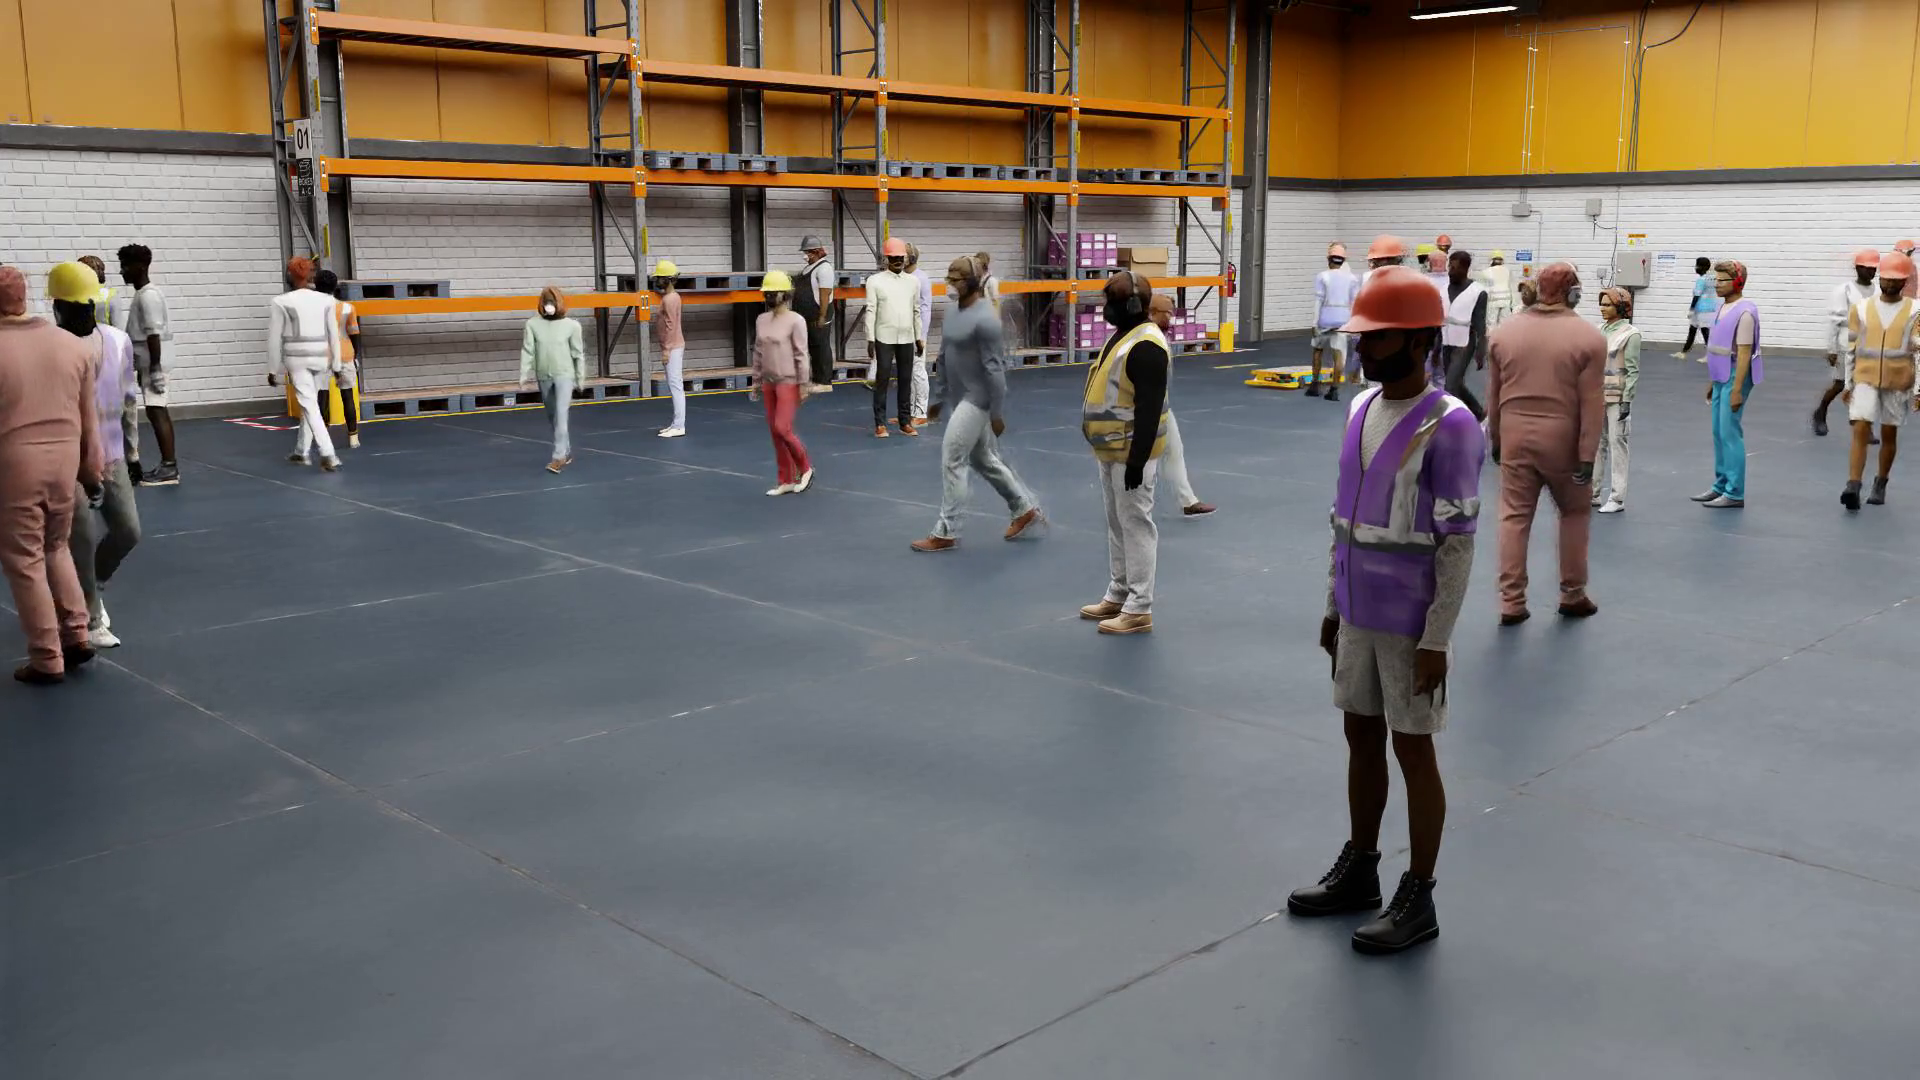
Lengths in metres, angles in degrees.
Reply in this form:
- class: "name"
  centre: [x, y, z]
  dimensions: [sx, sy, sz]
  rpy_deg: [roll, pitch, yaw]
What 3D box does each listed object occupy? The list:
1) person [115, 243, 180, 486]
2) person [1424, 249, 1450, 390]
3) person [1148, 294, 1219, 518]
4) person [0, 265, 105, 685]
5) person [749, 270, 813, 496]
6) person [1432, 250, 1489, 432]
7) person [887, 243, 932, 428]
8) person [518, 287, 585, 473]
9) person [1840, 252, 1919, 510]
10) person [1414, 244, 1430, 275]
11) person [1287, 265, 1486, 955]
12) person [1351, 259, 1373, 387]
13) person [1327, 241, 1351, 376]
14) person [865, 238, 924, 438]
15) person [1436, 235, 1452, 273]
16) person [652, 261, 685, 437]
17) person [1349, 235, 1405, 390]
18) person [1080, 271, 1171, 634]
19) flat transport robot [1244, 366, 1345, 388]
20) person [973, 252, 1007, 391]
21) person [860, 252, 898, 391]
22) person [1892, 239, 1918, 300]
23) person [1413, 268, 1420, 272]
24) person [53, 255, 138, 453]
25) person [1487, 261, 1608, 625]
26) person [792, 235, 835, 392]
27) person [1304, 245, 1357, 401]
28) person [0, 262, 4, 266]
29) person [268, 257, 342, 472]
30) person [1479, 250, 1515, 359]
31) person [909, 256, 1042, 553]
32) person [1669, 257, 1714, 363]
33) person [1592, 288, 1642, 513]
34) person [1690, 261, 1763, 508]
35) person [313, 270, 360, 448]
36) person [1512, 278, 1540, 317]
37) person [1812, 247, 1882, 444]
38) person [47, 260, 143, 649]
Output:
- class: "person"
  centre: [-6.598, -1.424, 13.550]
  dimensions: [0.377, 1.957, 0.624]
  rpy_deg: [-5, 12, -26]
- class: "person"
  centre: [4.856, -2.017, 16.985]
  dimensions: [0.643, 1.882, 0.657]
  rpy_deg: [1, 10, 4]
- class: "person"
  centre: [1.469, -0.922, 11.740]
  dimensions: [0.789, 1.599, 0.531]
  rpy_deg: [6, 12, 29]
- class: "person"
  centre: [-4.229, -0.283, 7.484]
  dimensions: [0.461, 1.887, 0.661]
  rpy_deg: [6, 12, 28]
- class: "person"
  centre: [-1.397, -1.202, 12.864]
  dimensions: [0.523, 1.756, 0.373]
  rpy_deg: [9, 14, 41]
- class: "person"
  centre: [4.914, -1.883, 16.253]
  dimensions: [0.895, 1.890, 0.600]
  rpy_deg: [-5, 12, -27]
- class: "person"
  centre: [-0.532, -2.160, 17.600]
  dimensions: [0.369, 1.939, 0.631]
  rpy_deg: [-6, 12, -32]
- class: "person"
  centre: [-3.508, -1.385, 14.348]
  dimensions: [0.509, 1.582, 0.879]
  rpy_deg: [1, 10, 7]
- class: "person"
  centre: [6.790, -1.154, 12.232]
  dimensions: [0.561, 1.886, 1.011]
  rpy_deg: [7, 13, 34]
- class: "person"
  centre: [8.410, -4.368, 29.866]
  dimensions: [1.020, 1.853, 0.586]
  rpy_deg: [-1, 10, -7]
- class: "person"
  centre: [1.212, 0.200, 4.736]
  dimensions: [0.357, 1.938, 0.545]
  rpy_deg: [-5, 11, -24]
- class: "person"
  centre: [5.547, -2.970, 22.367]
  dimensions: [0.556, 1.839, 1.003]
  rpy_deg: [8, 13, 36]
- class: "person"
  centre: [5.236, -3.173, 23.127]
  dimensions: [0.372, 1.940, 0.630]
  rpy_deg: [4, 11, 21]
- class: "person"
  centre: [-0.657, -2.026, 16.730]
  dimensions: [0.636, 1.989, 0.391]
  rpy_deg: [-5, 12, -26]
- class: "person"
  centre: [9.058, -4.698, 31.201]
  dimensions: [0.448, 2.030, 0.615]
  rpy_deg: [-7, 13, -35]
- class: "person"
  centre: [-2.927, -1.919, 16.758]
  dimensions: [0.309, 1.769, 0.523]
  rpy_deg: [-1, 10, -5]
- class: "person"
  centre: [3.415, -1.439, 13.434]
  dimensions: [0.466, 2.021, 0.633]
  rpy_deg: [-7, 12, -32]
- class: "person"
  centre: [0.841, -0.447, 8.524]
  dimensions: [0.429, 1.844, 0.627]
  rpy_deg: [-2, 11, -10]
- class: "flat transport robot"
  centre: [4.517, -2.205, 22.395]
  dimensions: [0.652, 0.197, 1.431]
  rpy_deg: [10, 15, 44]
- class: "person"
  centre: [0.223, -2.764, 21.266]
  dimensions: [0.965, 1.796, 0.539]
  rpy_deg: [-6, 12, -29]
- class: "person"
  centre: [-0.974, -2.854, 21.756]
  dimensions: [0.530, 1.806, 1.019]
  rpy_deg: [5, 11, 25]
- class: "person"
  centre: [14.381, -3.577, 25.234]
  dimensions: [0.724, 1.973, 0.611]
  rpy_deg: [7, 13, 35]
- class: "person"
  centre: [5.470, -2.495, 20.261]
  dimensions: [0.498, 1.633, 0.282]
  rpy_deg: [2, 11, 13]
- class: "person"
  centre: [-7.827, -1.649, 15.088]
  dimensions: [0.632, 1.839, 0.429]
  rpy_deg: [0, 10, 2]
- class: "person"
  centre: [3.099, -0.506, 8.737]
  dimensions: [0.660, 1.881, 0.775]
  rpy_deg: [8, 13, 38]
- class: "person"
  centre: [-1.913, -2.941, 21.582]
  dimensions: [0.535, 2.000, 0.679]
  rpy_deg: [-5, 12, -26]
- class: "person"
  centre: [4.579, -2.689, 20.585]
  dimensions: [0.565, 1.897, 0.796]
  rpy_deg: [-1, 10, -7]
- class: "person"
  centre: [-7.014, -1.107, 12.066]
  dimensions: [0.334, 1.865, 0.521]
  rpy_deg: [-3, 11, -14]
- class: "person"
  centre: [-5.648, -1.515, 14.373]
  dimensions: [0.970, 1.841, 0.591]
  rpy_deg: [8, 13, 39]
- class: "person"
  centre: [8.835, -3.867, 27.352]
  dimensions: [0.646, 1.791, 0.663]
  rpy_deg: [-1, 10, -7]
- class: "person"
  centre: [0.134, -0.884, 10.769]
  dimensions: [0.961, 1.906, 0.635]
  rpy_deg: [-4, 11, -22]
- class: "person"
  centre: [11.639, -3.639, 26.385]
  dimensions: [0.794, 1.660, 0.558]
  rpy_deg: [7, 13, 35]
- class: "person"
  centre: [4.758, -1.021, 12.205]
  dimensions: [0.307, 1.641, 0.514]
  rpy_deg: [-4, 11, -20]
- class: "person"
  centre: [5.756, -1.153, 12.404]
  dimensions: [0.387, 1.836, 0.571]
  rpy_deg: [2, 11, 8]
- class: "person"
  centre: [-5.958, -1.702, 15.767]
  dimensions: [0.533, 1.697, 0.318]
  rpy_deg: [-5, 12, -26]
- class: "person"
  centre: [5.272, -1.620, 15.494]
  dimensions: [0.365, 1.619, 0.533]
  rpy_deg: [-4, 11, -21]
- class: "person"
  centre: [8.836, -1.930, 16.430]
  dimensions: [0.559, 1.912, 0.864]
  rpy_deg: [0, 10, -1]
- class: "person"
  centre: [-4.279, -0.409, 8.139]
  dimensions: [0.531, 1.901, 0.631]
  rpy_deg: [7, 12, 32]
